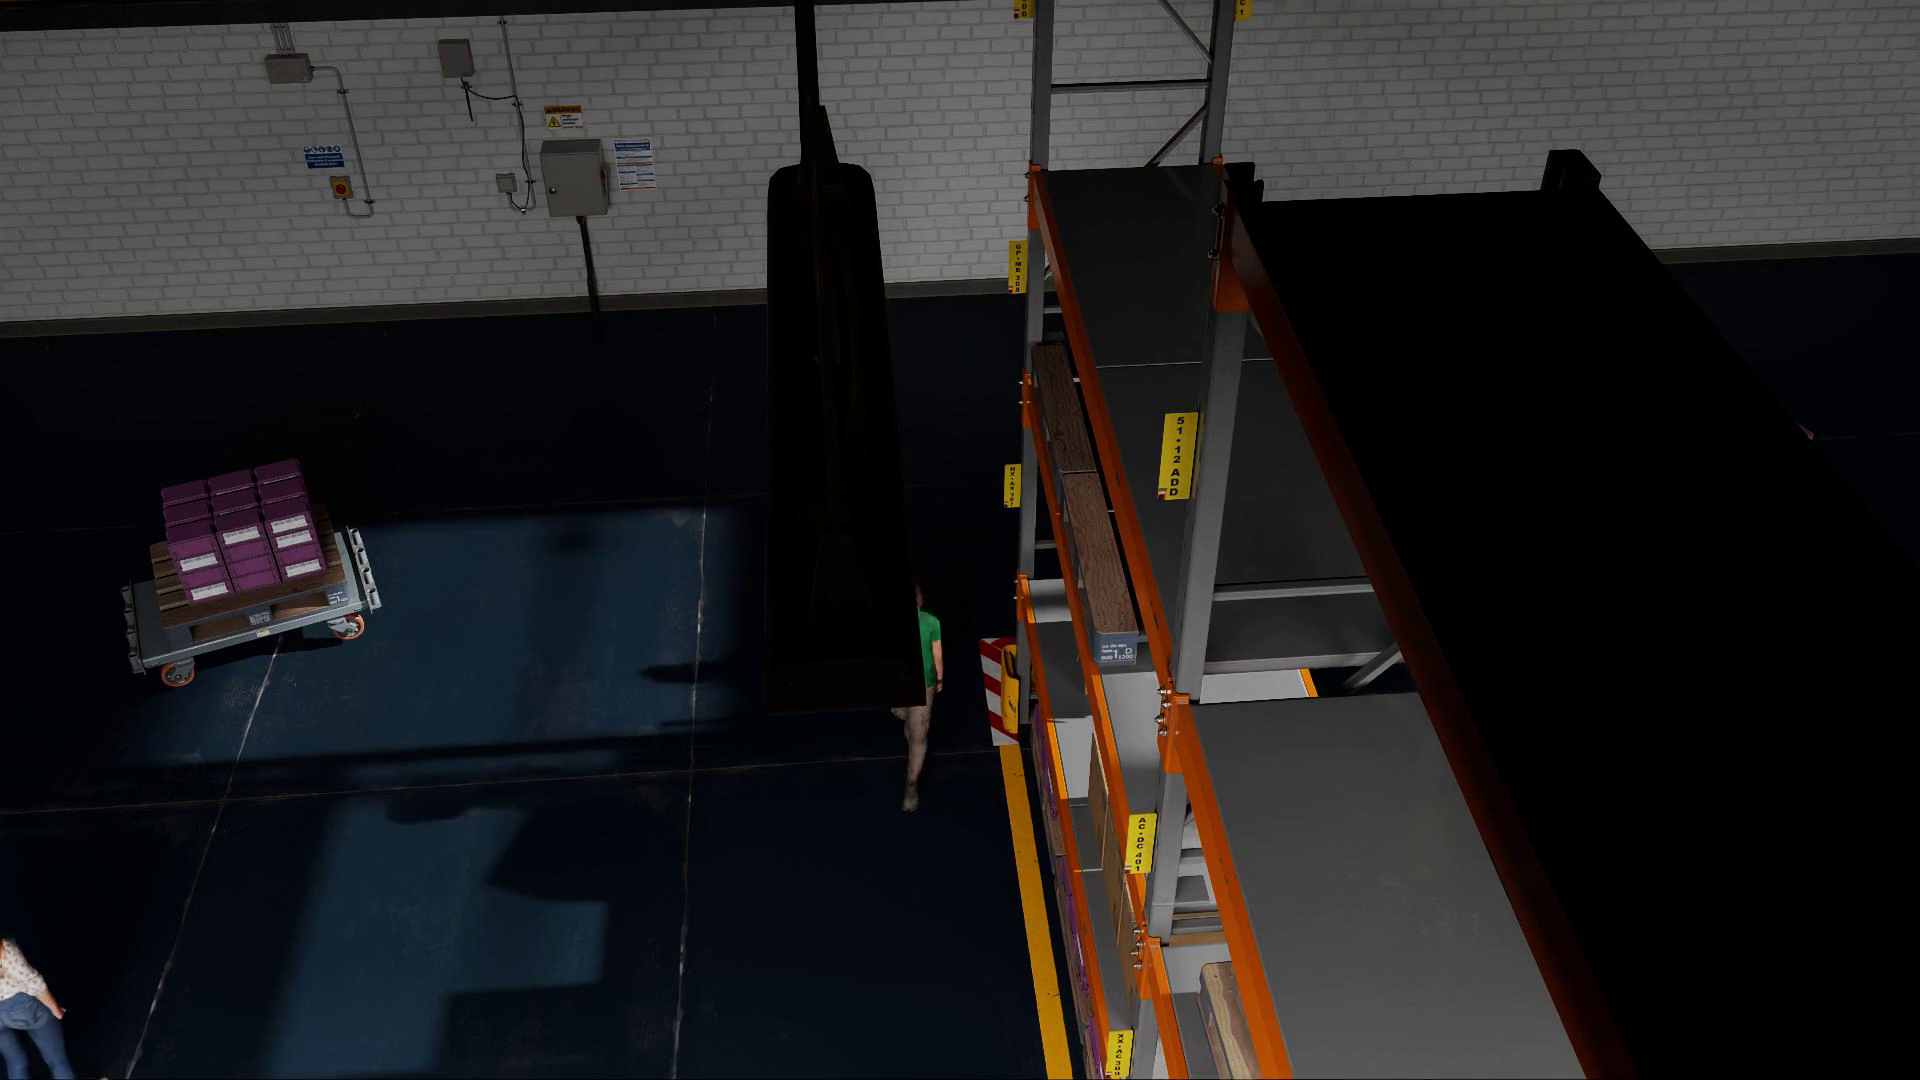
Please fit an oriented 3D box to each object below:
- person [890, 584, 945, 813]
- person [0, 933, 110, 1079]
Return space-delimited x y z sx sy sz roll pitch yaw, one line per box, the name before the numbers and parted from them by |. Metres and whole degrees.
person | -0.311 0.840 10.499 0.704 1.622 1.128 4 39 5
person | -4.833 2.393 8.470 0.573 1.728 0.479 -3 39 -4
